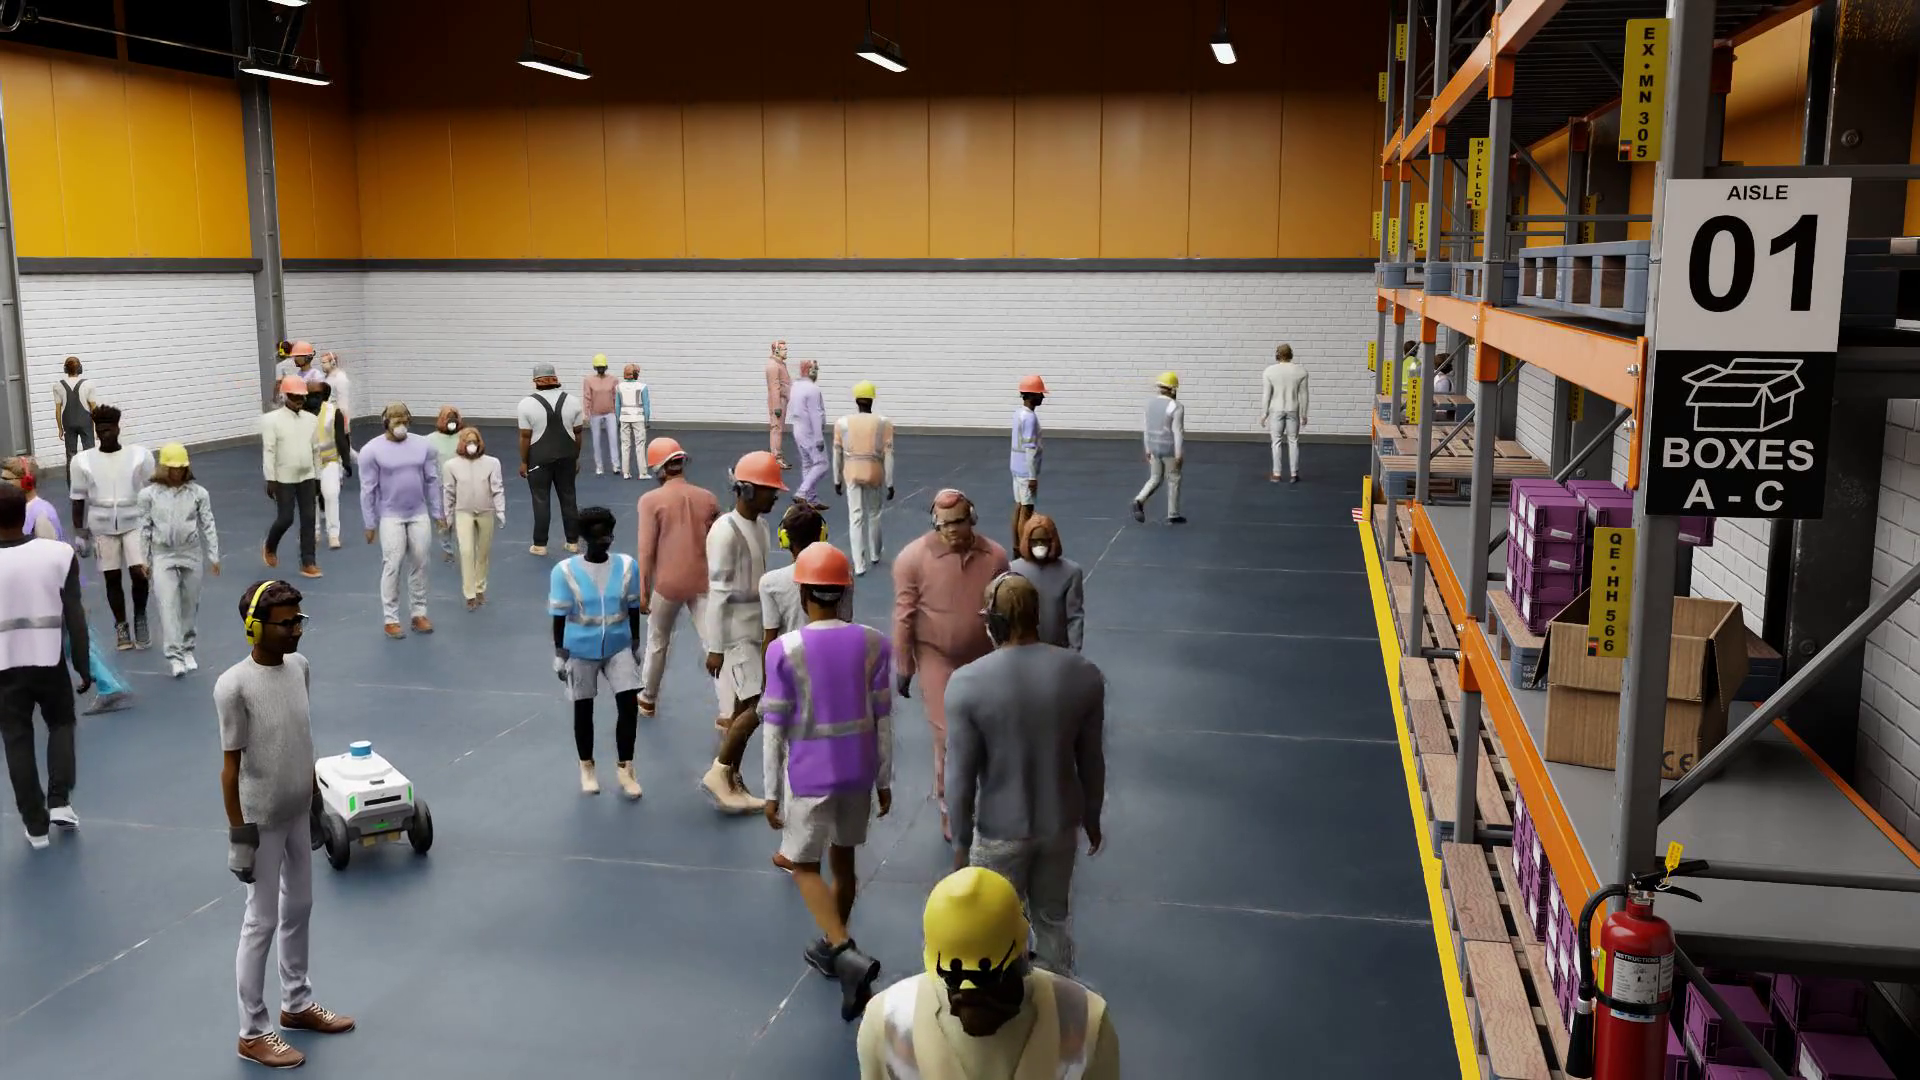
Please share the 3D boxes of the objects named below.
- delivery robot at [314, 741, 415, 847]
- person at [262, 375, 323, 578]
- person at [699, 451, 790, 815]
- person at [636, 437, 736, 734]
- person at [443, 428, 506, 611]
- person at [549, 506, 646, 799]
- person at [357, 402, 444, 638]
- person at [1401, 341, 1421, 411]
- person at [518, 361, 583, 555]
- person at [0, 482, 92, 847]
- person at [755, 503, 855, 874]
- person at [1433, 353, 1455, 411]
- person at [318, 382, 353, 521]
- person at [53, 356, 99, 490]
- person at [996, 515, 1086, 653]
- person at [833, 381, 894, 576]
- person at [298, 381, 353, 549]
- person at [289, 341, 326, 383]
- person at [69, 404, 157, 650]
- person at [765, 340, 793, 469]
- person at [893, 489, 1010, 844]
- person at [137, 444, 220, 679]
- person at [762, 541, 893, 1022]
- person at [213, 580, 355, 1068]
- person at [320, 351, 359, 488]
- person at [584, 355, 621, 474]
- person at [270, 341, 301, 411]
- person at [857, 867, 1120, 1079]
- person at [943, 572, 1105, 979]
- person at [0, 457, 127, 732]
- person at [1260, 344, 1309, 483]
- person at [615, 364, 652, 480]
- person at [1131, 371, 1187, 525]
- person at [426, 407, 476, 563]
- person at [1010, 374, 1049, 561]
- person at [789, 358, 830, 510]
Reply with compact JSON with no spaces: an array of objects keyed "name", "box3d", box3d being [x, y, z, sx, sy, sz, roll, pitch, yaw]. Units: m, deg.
[{"name":"delivery robot","box3d":[-3.097,1.289,8.630,0.477,0.478,0.707,-7,12,-35]},{"name":"person","box3d":[-6.499,-0.622,16.154,0.659,1.978,0.635,7,12,36]},{"name":"person","box3d":[-1.167,0.520,9.147,0.468,2.016,0.643,2,10,14]},{"name":"person","box3d":[-1.850,0.289,10.924,0.631,1.890,1.124,-7,12,-38]},{"name":"person","box3d":[-4.244,-0.174,14.598,0.507,1.599,0.781,-4,10,-23]},{"name":"person","box3d":[-2.028,0.649,9.390,0.549,1.679,0.620,-4,10,-25]},{"name":"person","box3d":[-4.579,-0.170,13.601,0.653,1.920,0.400,-9,13,-42]},{"name":"person","box3d":[7.066,-2.207,26.152,0.429,1.836,0.711,-8,12,-41]},{"name":"person","box3d":[-4.321,-0.870,17.456,0.676,2.000,0.536,-6,11,-31]},{"name":"person","box3d":[-4.887,0.647,8.697,0.604,1.903,0.492,-5,11,-28]},{"name":"person","box3d":[-0.766,0.739,8.294,0.520,1.865,0.328,-4,10,-22]},{"name":"person","box3d":[6.481,-1.605,22.483,0.430,1.845,0.624,0,9,-2]},{"name":"person","box3d":[-7.368,-1.007,19.415,0.538,1.671,0.783,-1,10,-8]},{"name":"person","box3d":[-11.426,-1.452,21.554,0.506,1.846,0.345,-3,10,-17]},{"name":"person","box3d":[0.466,0.654,9.558,0.494,1.612,0.408,-1,10,-8]},{"name":"person","box3d":[-0.942,-0.629,16.474,0.612,1.876,0.954,0,9,2]},{"name":"person","box3d":[-6.883,-0.796,17.759,0.714,1.788,0.882,-2,10,-11]},{"name":"person","box3d":[-8.441,-1.546,21.516,0.605,2.045,0.378,7,12,37]},{"name":"person","box3d":[-6.573,-0.084,12.984,0.645,1.948,0.541,-4,10,-23]},{"name":"person","box3d":[-2.674,-2.011,24.729,0.407,1.910,0.638,0,9,-2]},{"name":"person","box3d":[0.024,0.661,8.728,0.684,1.869,0.601,-4,10,-25]},{"name":"person","box3d":[-5.730,0.153,12.254,0.508,1.707,0.734,-7,12,-36]},{"name":"person","box3d":[-0.508,0.971,6.786,0.557,1.911,0.828,-5,11,-27]},{"name":"person","box3d":[-2.599,1.068,6.343,0.318,1.857,0.509,2,10,13]},{"name":"person","box3d":[-8.388,-1.637,22.595,0.747,1.877,0.687,-6,11,-32]},{"name":"person","box3d":[-5.111,-1.778,23.875,0.535,1.735,0.822,-4,10,-20]},{"name":"person","box3d":[-10.514,-2.164,25.838,0.768,1.841,0.561,3,10,18]},{"name":"person","box3d":[0.074,1.546,3.737,0.614,1.772,0.921,-1,9,-7]},{"name":"person","box3d":[0.262,1.075,6.136,0.647,1.916,0.577,-2,10,-15]},{"name":"person","box3d":[-6.038,0.337,10.922,0.989,1.802,0.579,-7,12,-38]},{"name":"person","box3d":[4.532,-1.757,23.185,0.670,1.920,0.404,0,9,1]},{"name":"person","box3d":[-4.606,-1.657,23.413,0.515,1.636,0.314,2,10,14]},{"name":"person","box3d":[2.328,-1.051,19.253,0.699,1.814,0.600,-8,12,-40]},{"name":"person","box3d":[-5.107,-0.530,16.725,0.505,1.604,0.752,-4,10,-25]},{"name":"person","box3d":[0.697,-0.696,16.716,0.378,1.938,0.547,-2,10,-10]},{"name":"person","box3d":[-1.820,-1.266,20.274,0.512,1.894,0.704,-5,11,-27]}]
